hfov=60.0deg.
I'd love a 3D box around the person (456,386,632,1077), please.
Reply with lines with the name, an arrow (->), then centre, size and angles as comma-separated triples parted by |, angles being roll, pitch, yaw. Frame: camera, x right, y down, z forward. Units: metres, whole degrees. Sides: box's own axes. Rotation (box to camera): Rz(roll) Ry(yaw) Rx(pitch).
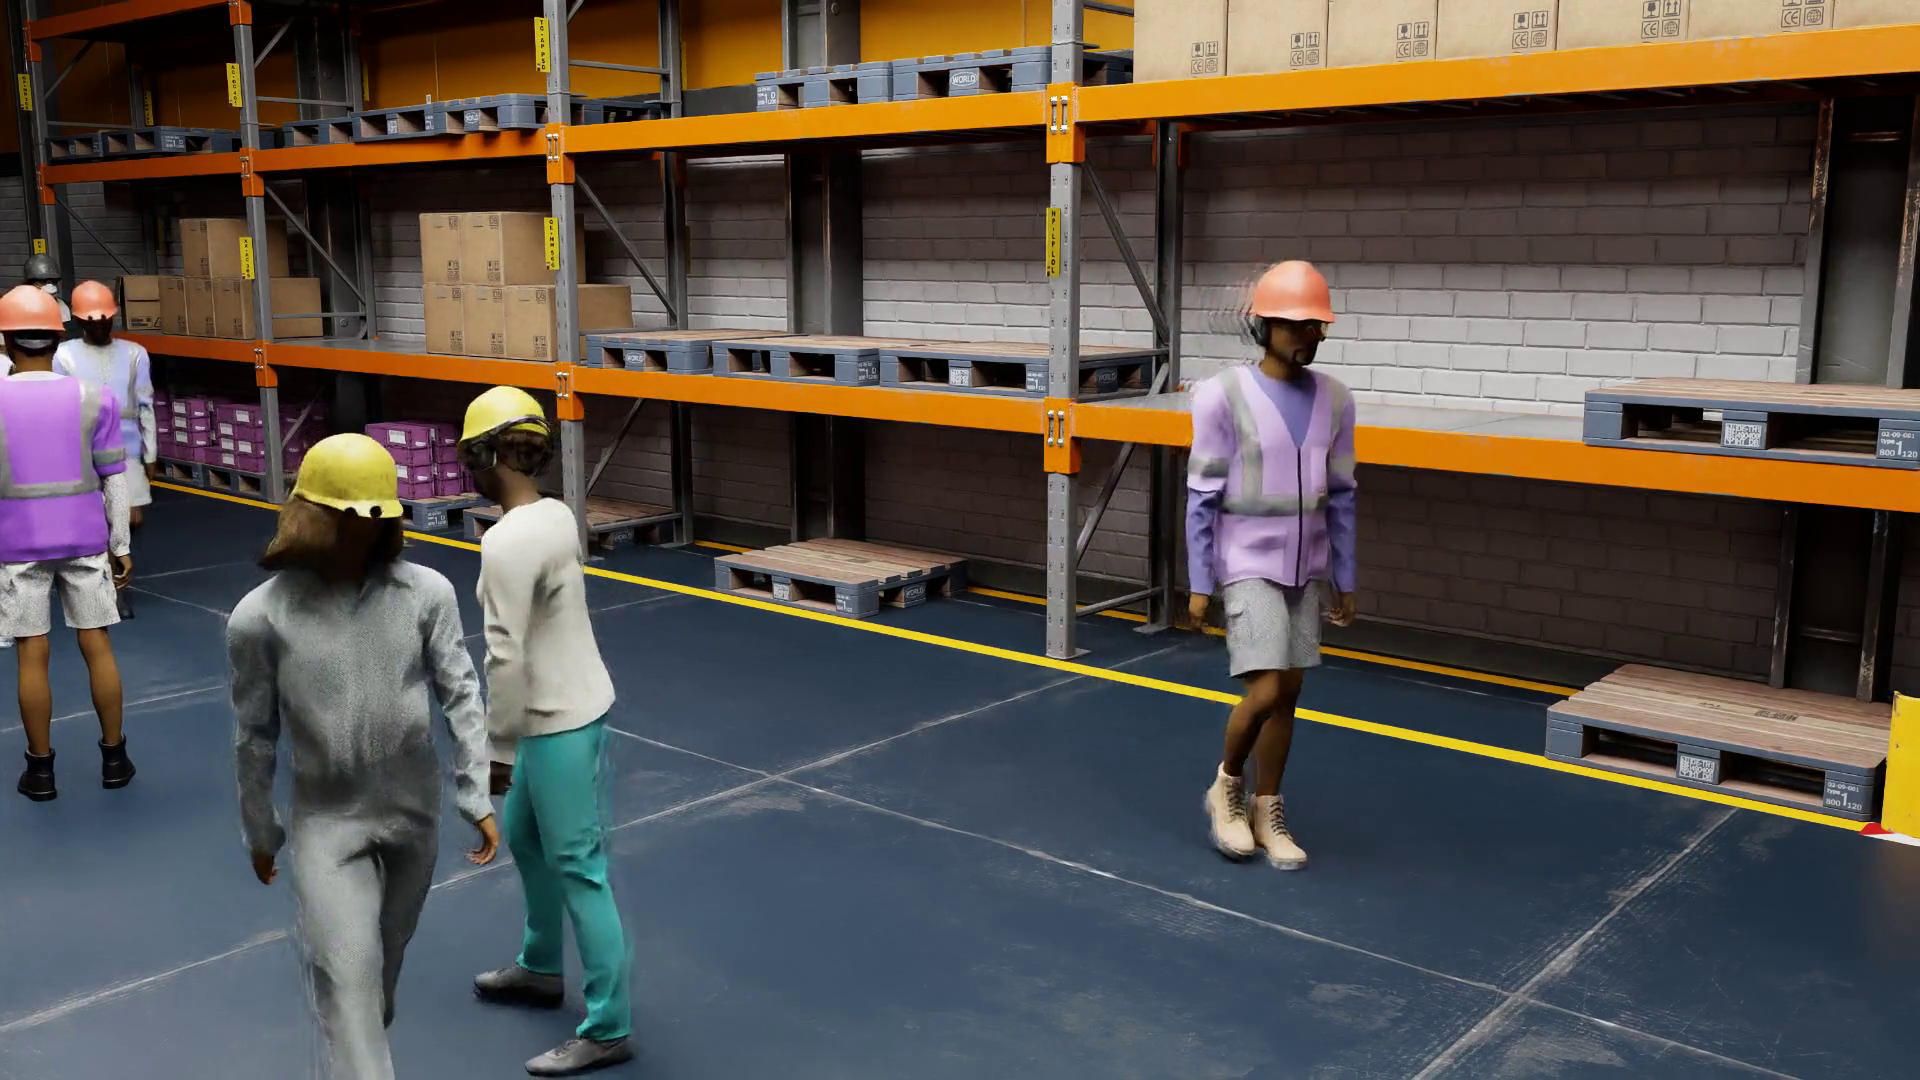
person -> -1.102, 0.473, 4.298 | 0.566, 1.722, 0.556 | 0, 10, -1

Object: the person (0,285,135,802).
person -> -3.442, 0.015, 6.296 | 0.553, 1.934, 0.367 | -7, 12, -34

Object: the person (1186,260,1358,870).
person -> 1.059, 0.104, 5.507 | 0.633, 2.032, 0.420 | -5, 11, -25

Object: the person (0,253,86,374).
person -> -6.769, -1.114, 12.426 | 0.536, 2.000, 0.673 | 7, 12, 33

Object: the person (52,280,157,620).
person -> -4.865, -0.518, 9.446 | 0.550, 1.905, 0.664 | -8, 13, -39

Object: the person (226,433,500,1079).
person -> -1.274, 0.612, 3.623 | 0.490, 1.675, 0.956 | -8, 13, -39

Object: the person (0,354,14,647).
person -> -5.299, -0.377, 8.800 | 0.634, 1.846, 1.028 | -7, 12, -33
